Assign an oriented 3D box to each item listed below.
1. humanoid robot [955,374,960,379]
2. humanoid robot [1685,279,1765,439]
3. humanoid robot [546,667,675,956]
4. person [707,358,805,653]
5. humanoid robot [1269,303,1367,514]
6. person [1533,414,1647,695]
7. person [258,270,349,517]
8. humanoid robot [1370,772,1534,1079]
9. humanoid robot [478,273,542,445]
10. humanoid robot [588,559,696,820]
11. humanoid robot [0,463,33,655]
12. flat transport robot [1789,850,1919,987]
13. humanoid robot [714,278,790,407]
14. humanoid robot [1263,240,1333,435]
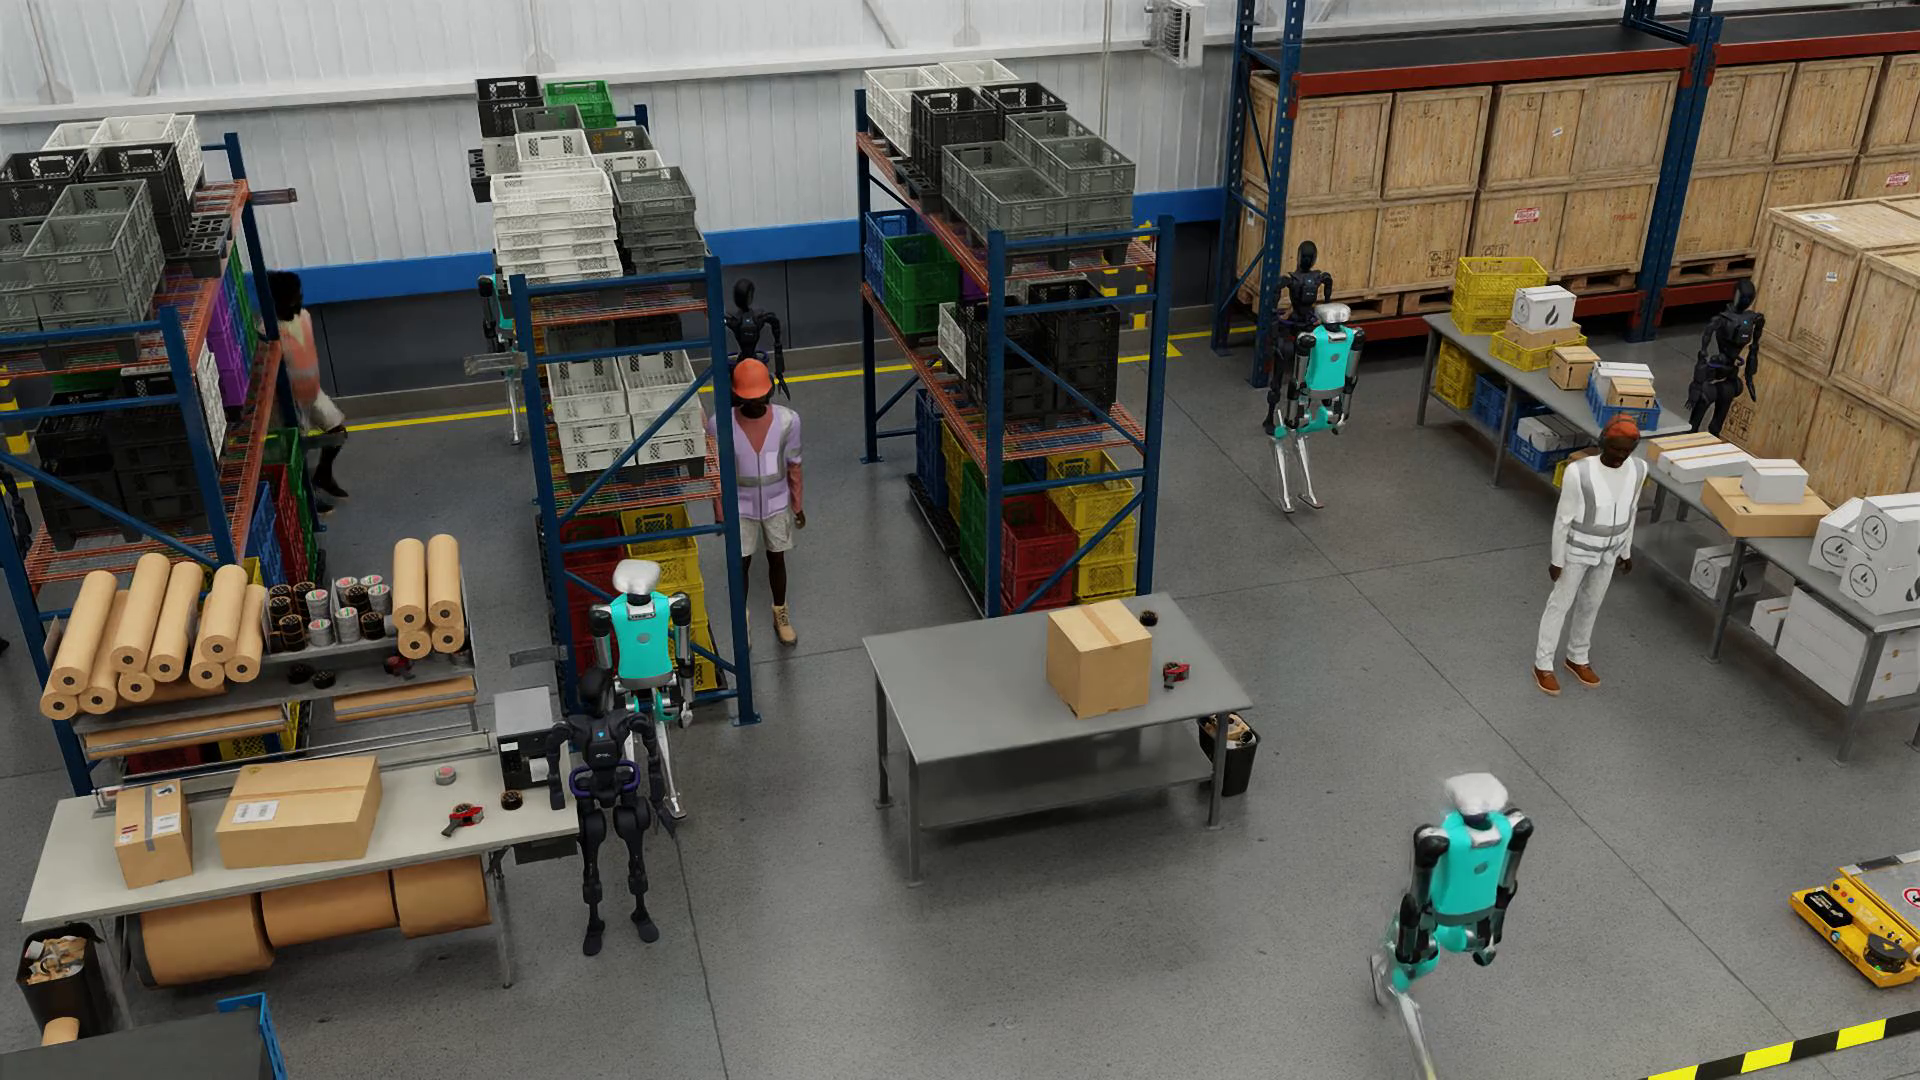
[{"bbox_3d":[0.132,-1.957,14.057,0.533,1.677,0.735,-8,30,-14],"label":"humanoid robot"},{"bbox_3d":[5.925,-1.237,12.938,0.599,1.653,0.315,-8,30,-14],"label":"humanoid robot"},{"bbox_3d":[-1.733,1.337,8.255,0.599,1.653,0.315,-8,30,-14],"label":"humanoid robot"},{"bbox_3d":[-1.296,-0.220,10.721,0.604,2.045,0.377,-8,30,-14],"label":"person"},{"bbox_3d":[2.583,-1.040,12.390,0.533,1.677,0.735,-8,30,-14],"label":"humanoid robot"},{"bbox_3d":[3.920,0.085,10.329,0.572,1.886,0.354,-8,30,-14],"label":"person"},{"bbox_3d":[-4.895,-1.075,12.381,0.469,1.948,0.601,9,30,15],"label":"person"},{"bbox_3d":[2.107,1.663,7.662,0.531,1.786,0.998,-7,30,-13],"label":"humanoid robot"},{"bbox_3d":[-3.556,-1.615,13.436,0.533,1.677,0.735,-8,30,-14],"label":"humanoid robot"},{"bbox_3d":[-1.729,0.772,9.098,0.533,1.673,0.735,-8,30,-14],"label":"humanoid robot"},{"bbox_3d":[-6.224,0.017,10.653,0.599,1.657,0.315,-8,30,-14],"label":"humanoid robot"},{"bbox_3d":[5.163,1.916,8.676,1.431,0.231,0.659,-8,30,-14],"label":"flat transport robot"},{"bbox_3d":[-1.635,-1.254,12.969,0.599,1.653,0.315,-8,30,-14],"label":"humanoid robot"},{"bbox_3d":[2.792,-1.674,13.734,0.599,1.653,0.315,-8,30,-14],"label":"humanoid robot"}]
